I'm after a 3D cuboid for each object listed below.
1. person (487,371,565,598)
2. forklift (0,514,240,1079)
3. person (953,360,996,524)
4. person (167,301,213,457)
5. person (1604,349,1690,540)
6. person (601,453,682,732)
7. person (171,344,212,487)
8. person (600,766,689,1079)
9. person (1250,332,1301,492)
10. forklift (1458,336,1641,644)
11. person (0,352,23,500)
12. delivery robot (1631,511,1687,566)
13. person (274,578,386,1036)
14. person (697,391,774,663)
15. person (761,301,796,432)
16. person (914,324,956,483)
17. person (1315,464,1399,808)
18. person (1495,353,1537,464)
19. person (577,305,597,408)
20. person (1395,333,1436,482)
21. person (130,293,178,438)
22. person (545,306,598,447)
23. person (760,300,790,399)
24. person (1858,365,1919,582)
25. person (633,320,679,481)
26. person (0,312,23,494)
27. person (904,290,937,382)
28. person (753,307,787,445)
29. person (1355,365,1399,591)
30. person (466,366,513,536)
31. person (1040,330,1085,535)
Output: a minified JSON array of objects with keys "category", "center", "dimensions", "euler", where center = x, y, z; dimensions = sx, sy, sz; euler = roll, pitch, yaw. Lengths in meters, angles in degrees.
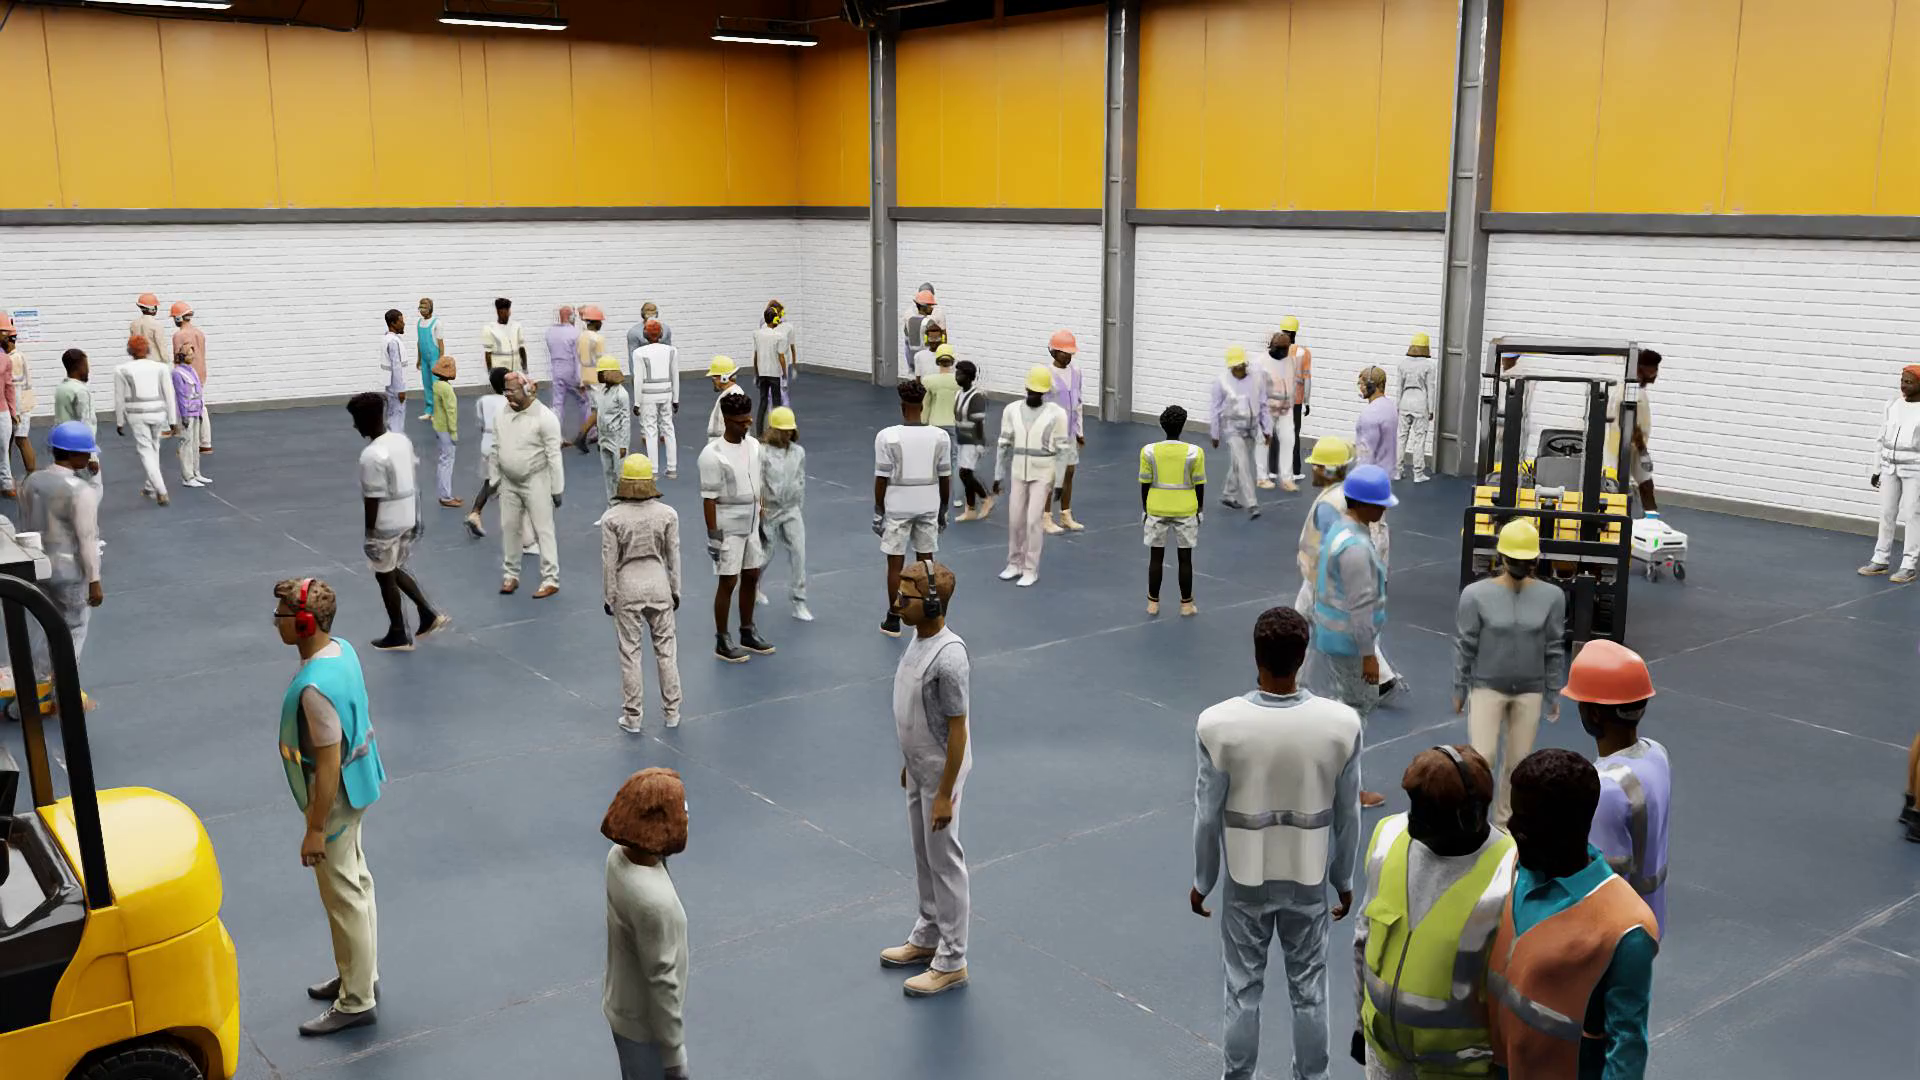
[{"category":"person","center":[-3.631,-0.467,13.872],"dimensions":[0.707,1.898,0.432],"euler":[6,13,28]},{"category":"forklift","center":[-3.687,1.115,5.480],"dimensions":[2.313,2.155,1.214],"euler":[-9,15,-36]},{"category":"person","center":[0.089,-0.989,16.866],"dimensions":[0.365,1.679,0.556],"euler":[-5,13,-24]},{"category":"person","center":[-9.893,-2.061,21.337],"dimensions":[0.413,1.984,0.624],"euler":[1,12,5]},{"category":"person","center":[6.357,-0.862,15.748],"dimensions":[1.058,1.903,0.586],"euler":[8,14,33]},{"category":"person","center":[-1.986,0.327,10.381],"dimensions":[0.492,1.742,0.321],"euler":[-5,13,-22]},{"category":"person","center":[-8.867,-1.432,19.127],"dimensions":[0.307,1.641,0.514],"euler":[-2,12,-7]},{"category":"person","center":[-0.948,1.481,5.100],"dimensions":[0.277,1.627,0.505],"euler":[-5,13,-24]},{"category":"person","center":[3.581,-1.431,18.729],"dimensions":[0.649,1.799,0.774],"euler":[-5,13,-23]},{"category":"forklift","center":[4.683,-0.471,13.136],"dimensions":[1.214,2.155,2.313],"euler":[4,12,20]},{"category":"person","center":[-10.583,-1.375,18.122],"dimensions":[0.372,1.940,0.631],"euler":[8,14,32]},{"category":"delivery robot","center":[6.080,-0.011,14.666],"dimensions":[0.477,0.478,0.707],"euler":[-2,12,-10]},{"category":"person","center":[-2.499,1.051,6.639],"dimensions":[0.388,1.844,0.563],"euler":[-3,12,-12]},{"category":"person","center":[-1.607,-0.100,11.930],"dimensions":[0.378,1.953,0.620],"euler":[7,14,31]},{"category":"person","center":[-2.578,-2.443,23.470],"dimensions":[0.531,1.869,0.331],"euler":[3,12,13]},{"category":"person","center":[-0.282,-1.579,19.308],"dimensions":[0.514,1.861,0.322],"euler":[0,12,0]},{"category":"person","center":[2.079,0.527,8.988],"dimensions":[0.492,1.921,0.617],"euler":[2,12,11]},{"category":"person","center":[5.538,-1.115,16.896],"dimensions":[0.432,1.926,0.614],"euler":[-8,14,-34]},{"category":"person","center":[-5.842,-2.852,26.015],"dimensions":[0.404,1.622,0.548],"euler":[2,12,10]},{"category":"person","center":[5.343,-1.554,19.486],"dimensions":[0.486,1.736,0.325],"euler":[10,15,40]},{"category":"person","center":[-11.132,-2.405,22.956],"dimensions":[0.611,1.996,0.379],"euler":[5,13,23]},{"category":"person","center":[-5.134,-2.182,22.169],"dimensions":[0.652,1.873,0.865],"euler":[6,13,28]},{"category":"person","center":[-3.054,-3.128,27.330],"dimensions":[0.501,1.631,0.287],"euler":[5,13,23]},{"category":"person","center":[8.183,-0.580,14.427],"dimensions":[0.347,1.883,0.587],"euler":[-5,13,-25]},{"category":"person","center":[-3.566,-1.640,19.534],"dimensions":[0.584,1.882,0.337],"euler":[-9,15,-36]},{"category":"person","center":[-10.722,-1.529,18.653],"dimensions":[0.403,2.036,0.599],"euler":[-2,12,-10]},{"category":"person","center":[-0.499,-2.389,22.778],"dimensions":[0.394,2.040,0.608],"euler":[-9,15,-38]},{"category":"person","center":[-2.535,-2.180,22.232],"dimensions":[0.525,1.854,0.333],"euler":[6,13,26]},{"category":"person","center":[3.457,-0.493,13.899],"dimensions":[0.367,1.929,0.637],"euler":[7,13,29]},{"category":"person","center":[-4.554,-0.870,16.344],"dimensions":[0.527,1.666,0.782],"euler":[4,12,20]},{"category":"person","center":[1.000,-1.056,16.382],"dimensions":[0.612,2.029,0.407],"euler":[-10,16,-41]}]
